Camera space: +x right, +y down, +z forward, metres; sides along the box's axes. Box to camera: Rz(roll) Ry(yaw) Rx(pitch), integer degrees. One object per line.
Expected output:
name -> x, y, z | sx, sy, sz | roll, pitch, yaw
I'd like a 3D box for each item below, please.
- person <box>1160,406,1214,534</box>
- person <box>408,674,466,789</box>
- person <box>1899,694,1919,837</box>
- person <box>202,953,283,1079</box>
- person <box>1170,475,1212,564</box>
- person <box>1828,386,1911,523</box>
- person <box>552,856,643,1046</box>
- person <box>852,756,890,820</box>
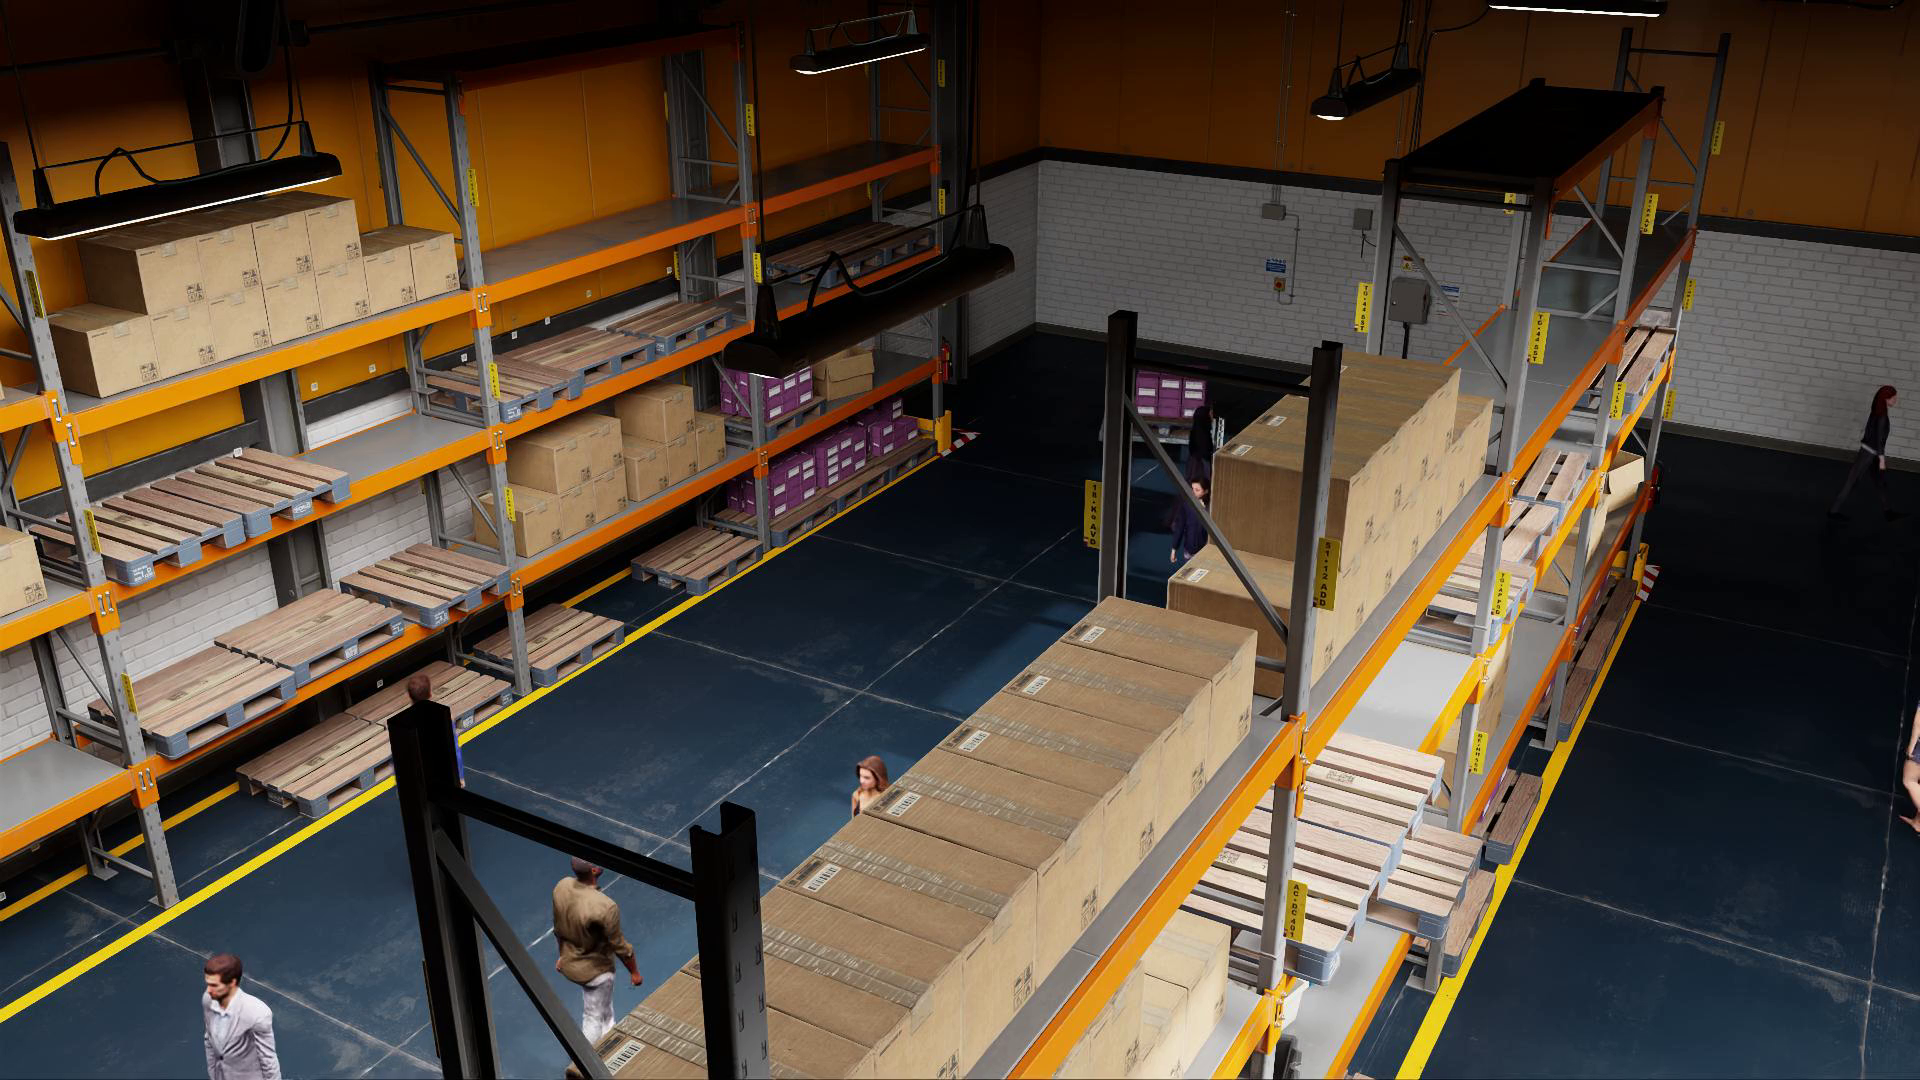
person -> 2.774, -0.820, 19.771 | 1.030, 1.604, 1.147 | 0, 24, 0
person -> -4.192, 1.918, 13.183 | 0.771, 1.864, 0.825 | -5, 24, -12
person -> 8.110, 1.750, 13.789 | 0.824, 1.687, 0.901 | -1, 24, -3
person -> -4.286, 3.261, 10.161 | 0.689, 1.824, 1.122 | 13, 27, 26
person -> 2.561, 0.101, 17.549 | 0.742, 1.696, 1.057 | 18, 29, 35
person -> 10.860, -1.009, 20.039 | 0.740, 1.735, 1.050 | 10, 26, 23
person -> -2.517, 2.888, 11.042 | 0.831, 1.801, 0.903 | 18, 29, 36
person -> -0.619, 2.352, 12.368 | 0.601, 1.721, 0.511 | 15, 28, 31
